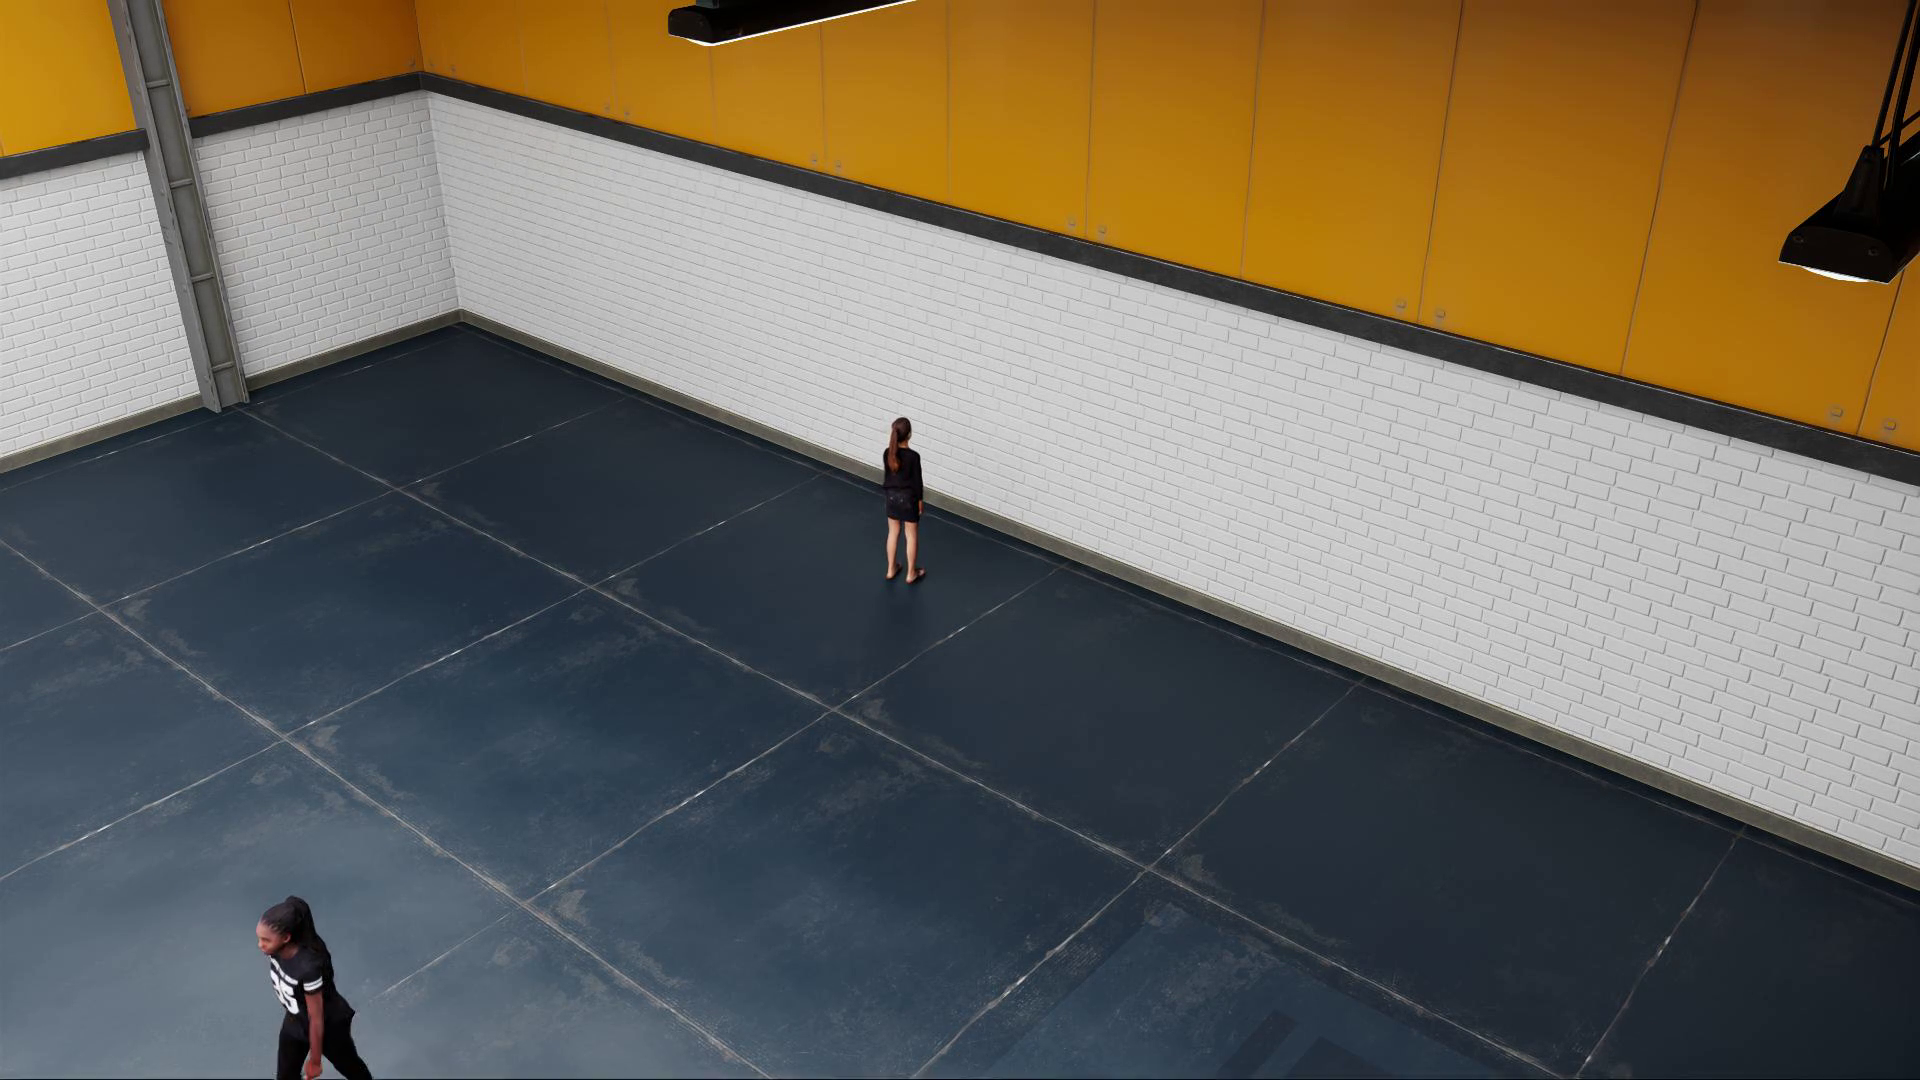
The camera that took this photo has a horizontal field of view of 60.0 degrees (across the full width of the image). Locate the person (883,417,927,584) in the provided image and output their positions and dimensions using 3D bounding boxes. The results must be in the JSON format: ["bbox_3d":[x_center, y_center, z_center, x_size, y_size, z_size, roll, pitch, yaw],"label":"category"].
[{"bbox_3d":[-0.503,-0.362,14.643,0.580,1.555,0.604,13,31,22],"label":"person"}]

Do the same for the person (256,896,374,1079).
[{"bbox_3d":[-3.428,2.600,9.055,0.679,1.705,0.868,16,32,26],"label":"person"}]
